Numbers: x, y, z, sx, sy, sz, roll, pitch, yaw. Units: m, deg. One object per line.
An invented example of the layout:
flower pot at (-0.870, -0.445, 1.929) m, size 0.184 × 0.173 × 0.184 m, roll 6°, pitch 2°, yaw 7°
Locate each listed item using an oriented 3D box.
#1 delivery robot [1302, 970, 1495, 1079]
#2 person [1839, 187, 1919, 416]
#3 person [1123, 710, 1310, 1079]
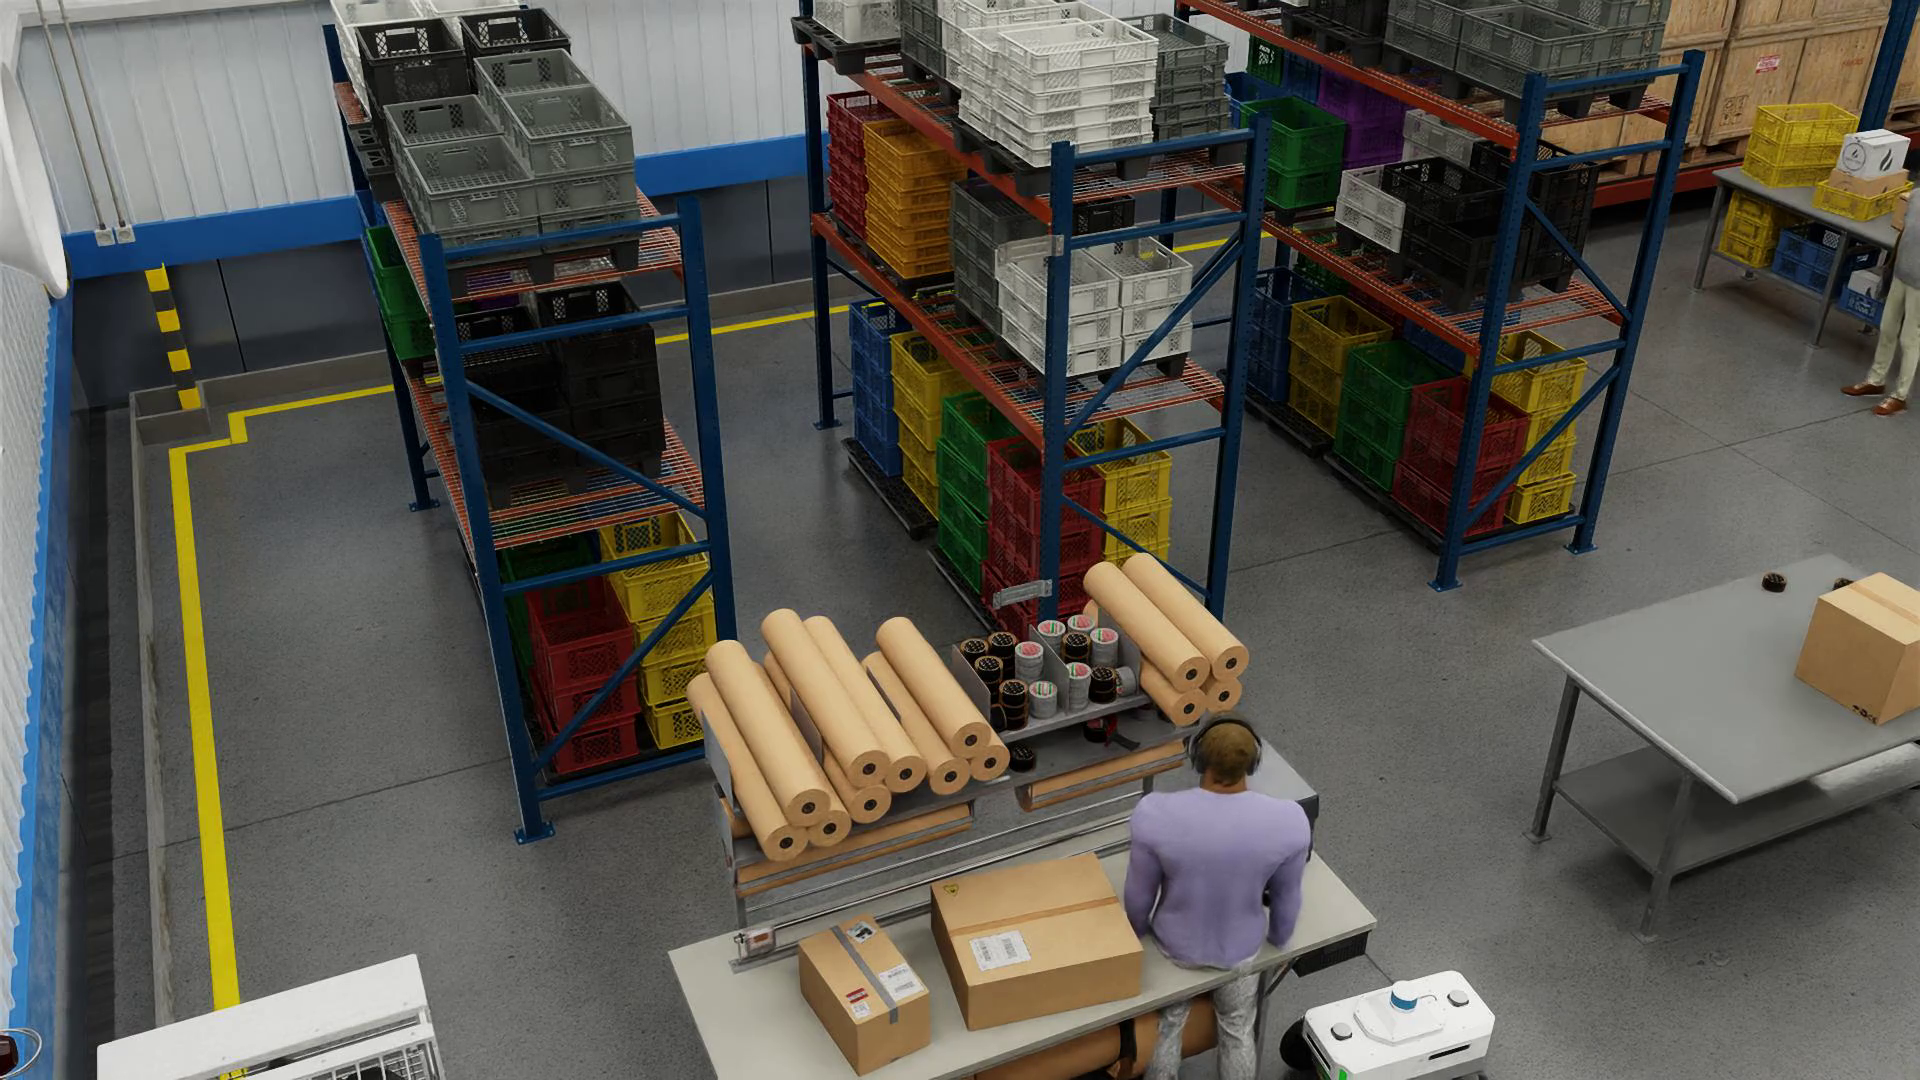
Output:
delivery robot at (1.702, 1.921, 6.470) m, size 0.707 × 0.478 × 0.477 m, roll -10°, pitch 33°, yaw -16°
person at (6.455, -1.744, 11.267) m, size 0.312 × 1.867 × 0.552 m, roll -5°, pitch 32°, yaw -8°
person at (0.900, 1.438, 6.044) m, size 0.631 × 1.929 × 0.372 m, roll 2°, pitch 32°, yaw 3°
